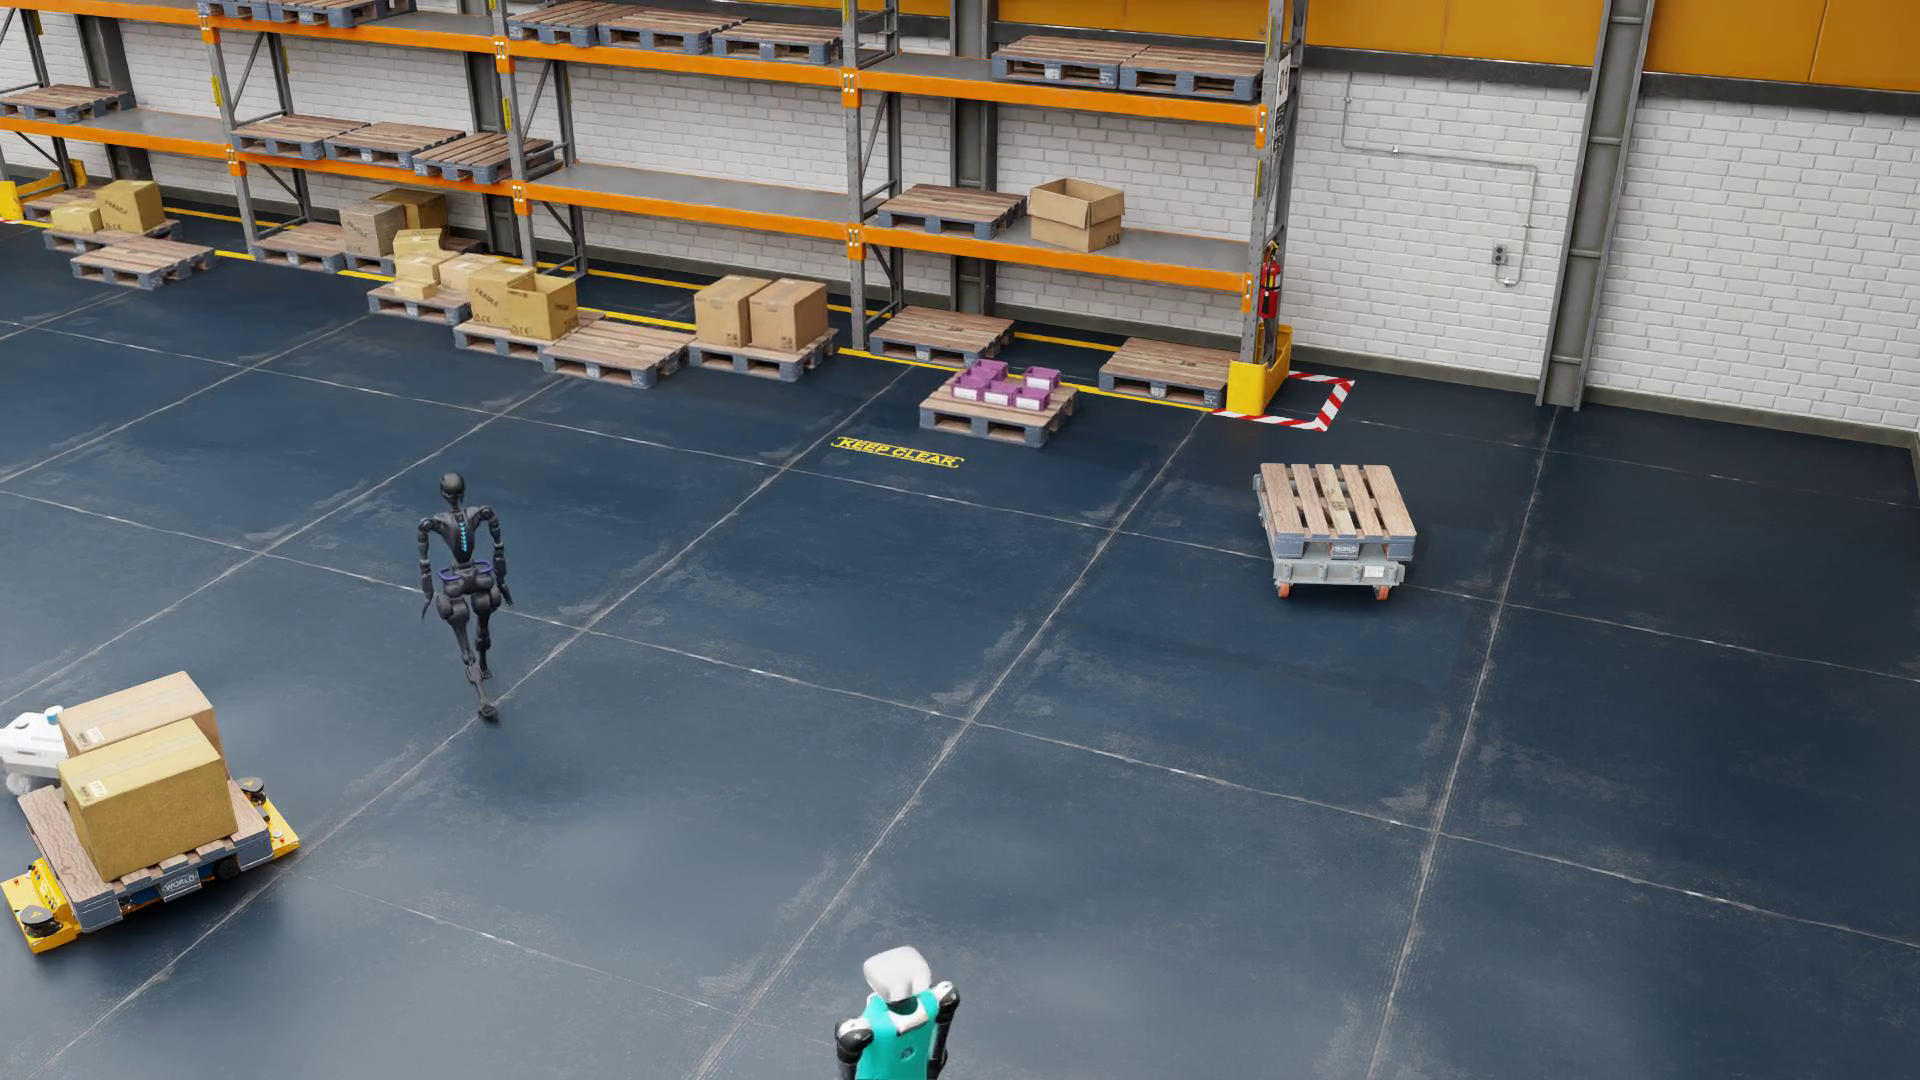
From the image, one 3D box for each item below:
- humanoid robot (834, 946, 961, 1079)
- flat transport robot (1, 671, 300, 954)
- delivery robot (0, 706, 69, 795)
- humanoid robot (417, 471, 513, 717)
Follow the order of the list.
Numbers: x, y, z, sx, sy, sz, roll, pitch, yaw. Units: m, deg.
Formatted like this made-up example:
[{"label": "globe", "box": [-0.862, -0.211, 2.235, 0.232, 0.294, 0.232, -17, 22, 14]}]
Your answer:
[{"label": "humanoid robot", "box": [-0.440, 2.298, 6.881, 0.618, 1.778, 0.841, -17, 32, -30]}, {"label": "flat transport robot", "box": [-4.578, 1.809, 9.423, 1.431, 0.231, 0.659, -21, 34, -35]}, {"label": "delivery robot", "box": [-5.419, 1.297, 10.122, 0.814, 0.610, 0.499, 5, 28, 9]}, {"label": "humanoid robot", "box": [-3.213, 0.329, 10.829, 0.589, 1.644, 0.784, -16, 31, -28]}]
